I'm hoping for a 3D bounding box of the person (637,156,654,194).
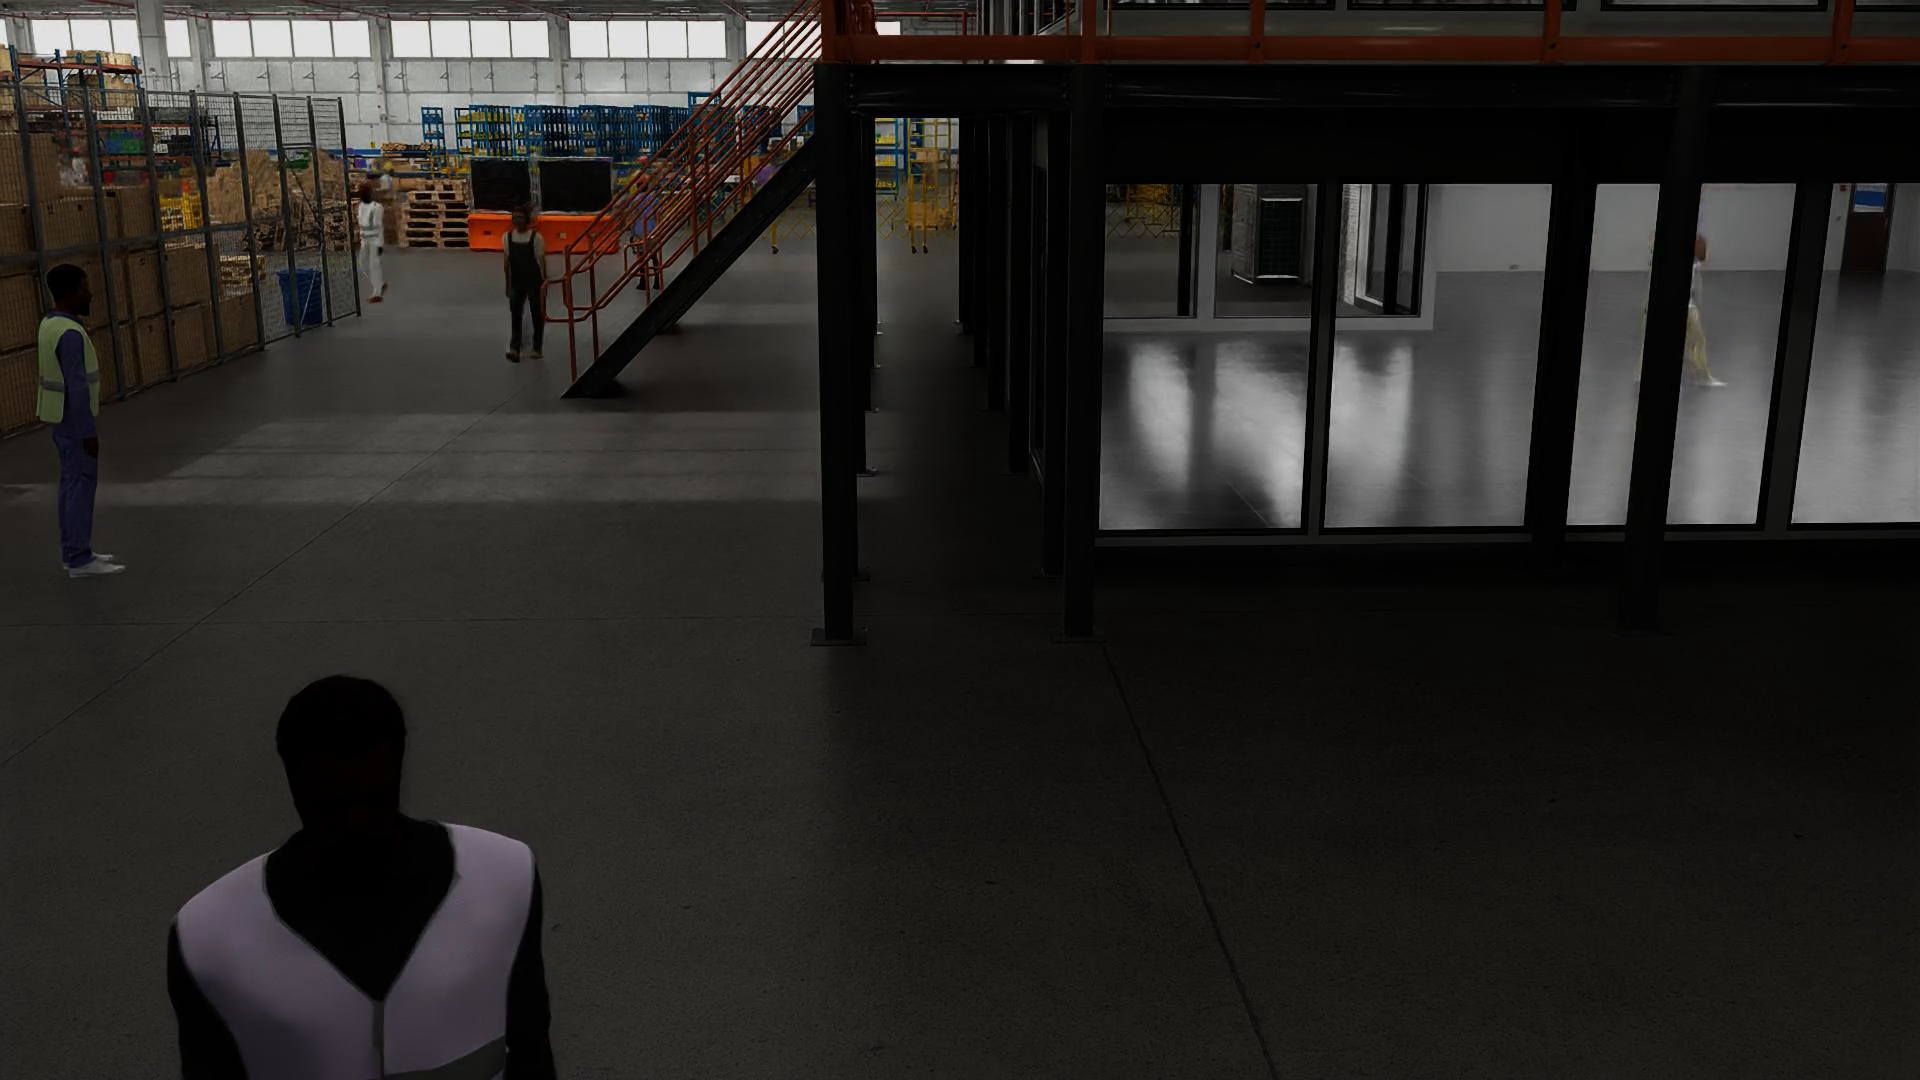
[{"bbox_3d":[-7.529,-8.303,40.357,0.797,1.964,0.642,2,14,6],"label":"person"}]

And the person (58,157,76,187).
[{"bbox_3d":[-23.961,-9.228,44.292,0.648,1.859,0.983,1,14,5],"label":"person"}]

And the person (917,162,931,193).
[{"bbox_3d":[-1.505,-14.957,67.440,0.527,1.740,0.770,-10,17,-35],"label":"person"}]

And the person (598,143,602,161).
[{"bbox_3d":[-18.545,-19.678,86.133,0.572,1.828,0.735,-2,14,-6],"label":"person"}]

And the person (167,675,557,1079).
[{"bbox_3d":[-0.975,1.122,2.833,0.584,1.911,0.389,-7,16,-26],"label":"person"}]

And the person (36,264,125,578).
[{"bbox_3d":[-5.430,-0.724,10.193,0.383,1.912,0.591,-10,17,-35],"label":"person"}]

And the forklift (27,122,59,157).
[{"bbox_3d":[-35.376,-14.773,64.377,1.129,2.768,1.873,-1,14,-2],"label":"forklift"}]

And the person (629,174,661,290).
[{"bbox_3d":[-5.291,-5.168,27.914,0.543,1.932,0.376,-7,16,-26],"label":"person"}]

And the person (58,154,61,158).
[{"bbox_3d":[-40.276,-16.663,74.225,0.540,1.748,0.598,0,14,0],"label":"person"}]

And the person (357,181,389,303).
[{"bbox_3d":[-9.133,-4.616,25.835,0.580,1.874,0.448,9,17,32],"label":"person"}]

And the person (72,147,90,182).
[{"bbox_3d":[-29.536,-12.205,55.943,1.059,1.990,0.615,0,14,-1],"label":"person"}]

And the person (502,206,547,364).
[{"bbox_3d":[-5.086,-2.962,19.360,0.537,1.797,0.932,1,14,2],"label":"person"}]

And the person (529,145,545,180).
[{"bbox_3d":[-19.008,-16.760,74.487,0.673,1.814,0.599,-5,15,-18],"label":"person"}]

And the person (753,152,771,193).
[{"bbox_3d":[-5.837,-10.482,49.145,0.551,1.932,0.378,-6,15,-23],"label":"person"}]

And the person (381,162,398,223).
[{"bbox_3d":[-13.990,-8.415,41.144,0.758,1.802,0.625,-3,14,-13],"label":"person"}]

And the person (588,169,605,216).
[{"bbox_3d":[-8.823,-8.052,39.909,0.850,1.701,0.487,-2,14,-8],"label":"person"}]
